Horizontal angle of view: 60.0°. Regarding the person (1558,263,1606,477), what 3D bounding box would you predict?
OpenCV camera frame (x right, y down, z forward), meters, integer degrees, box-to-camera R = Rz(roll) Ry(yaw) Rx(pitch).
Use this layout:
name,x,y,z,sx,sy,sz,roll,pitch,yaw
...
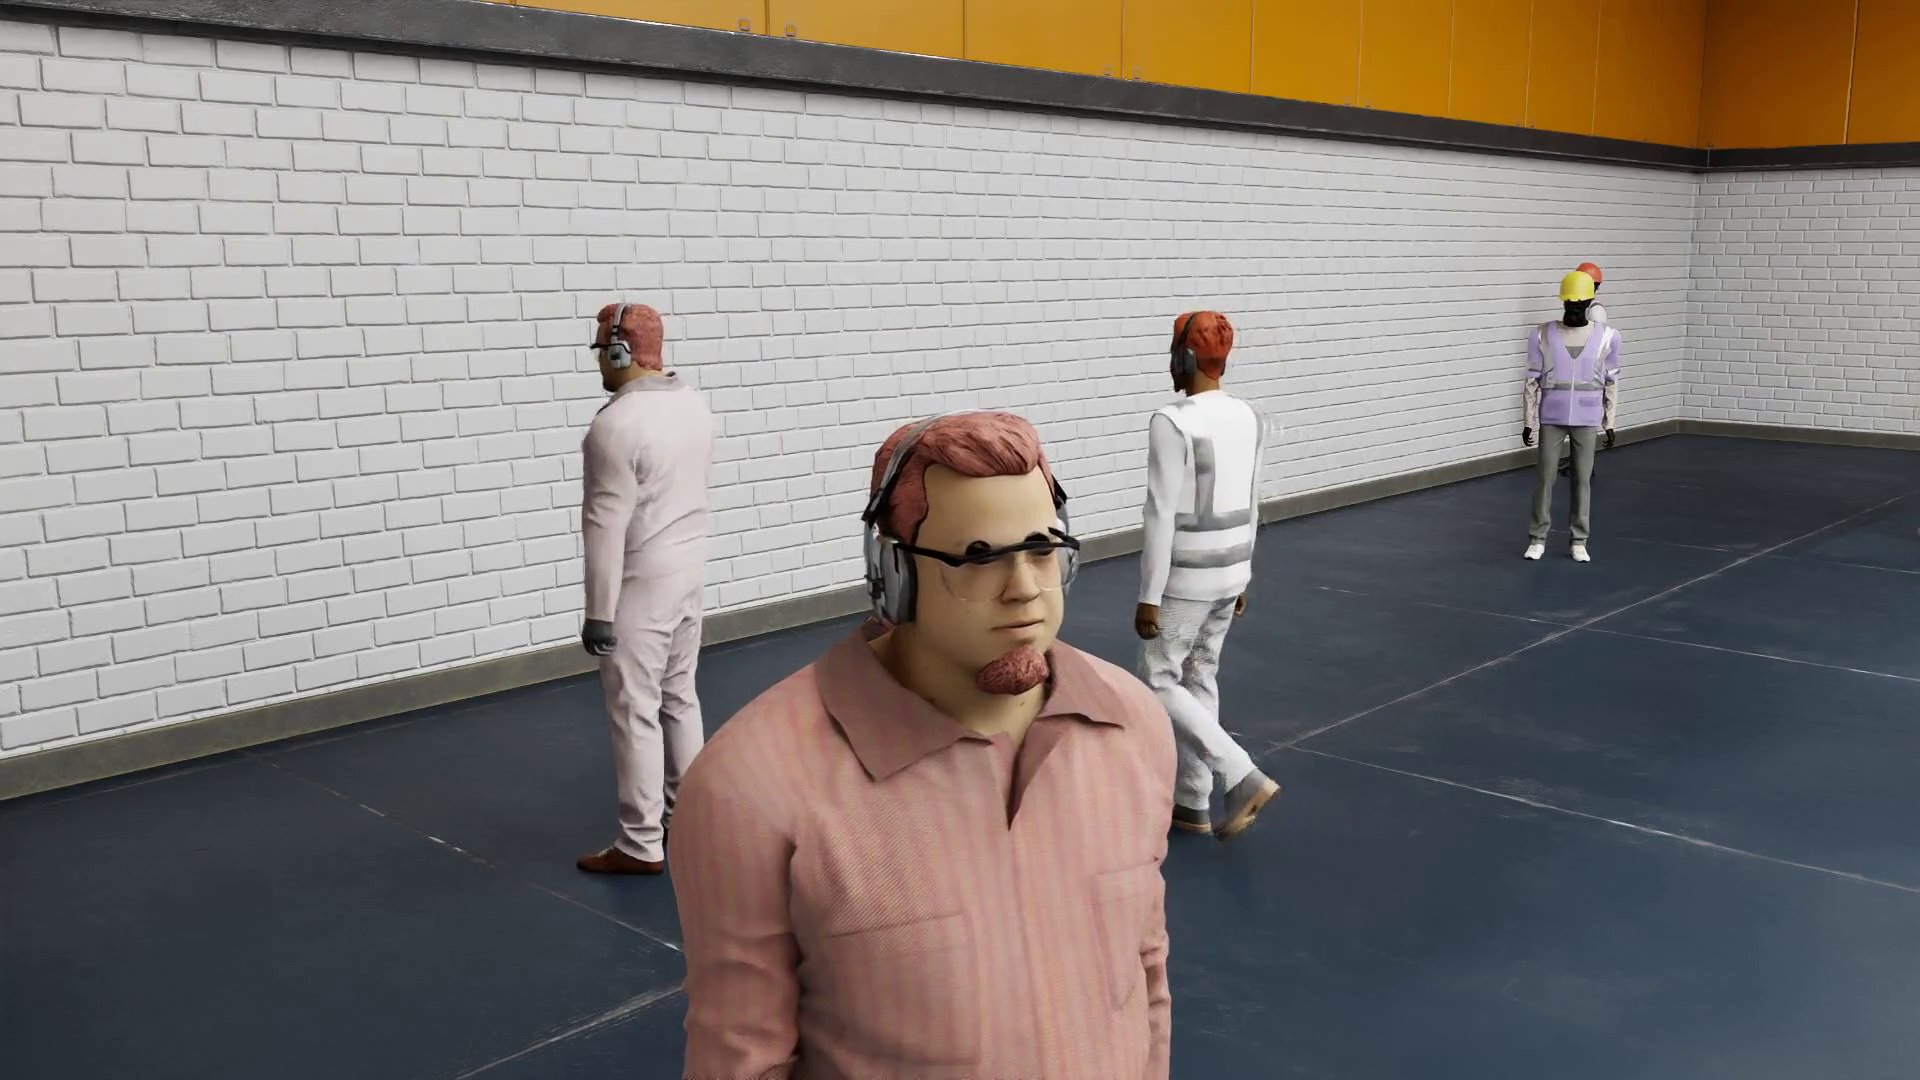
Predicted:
name,x,y,z,sx,sy,sz,roll,pitch,yaw
person,5.667,-1.547,15.172,0.350,1.942,0.547,0,10,1

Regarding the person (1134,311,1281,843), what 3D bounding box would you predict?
name,x,y,z,sx,sy,sz,roll,pitch,yaw
person,0.859,0.147,5.737,0.550,1.866,0.594,9,14,42

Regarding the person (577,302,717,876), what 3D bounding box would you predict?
name,x,y,z,sx,sy,sz,roll,pitch,yaw
person,-1.066,0.165,5.565,0.394,1.898,0.647,3,11,19

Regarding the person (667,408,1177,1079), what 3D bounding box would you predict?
name,x,y,z,sx,sy,sz,roll,pitch,yaw
person,0.008,0.803,1.891,0.643,1.910,0.399,-6,12,-32

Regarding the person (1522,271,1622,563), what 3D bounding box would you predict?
name,x,y,z,sx,sy,sz,roll,pitch,yaw
person,4.030,-0.805,10.994,0.593,1.922,0.383,3,10,17
